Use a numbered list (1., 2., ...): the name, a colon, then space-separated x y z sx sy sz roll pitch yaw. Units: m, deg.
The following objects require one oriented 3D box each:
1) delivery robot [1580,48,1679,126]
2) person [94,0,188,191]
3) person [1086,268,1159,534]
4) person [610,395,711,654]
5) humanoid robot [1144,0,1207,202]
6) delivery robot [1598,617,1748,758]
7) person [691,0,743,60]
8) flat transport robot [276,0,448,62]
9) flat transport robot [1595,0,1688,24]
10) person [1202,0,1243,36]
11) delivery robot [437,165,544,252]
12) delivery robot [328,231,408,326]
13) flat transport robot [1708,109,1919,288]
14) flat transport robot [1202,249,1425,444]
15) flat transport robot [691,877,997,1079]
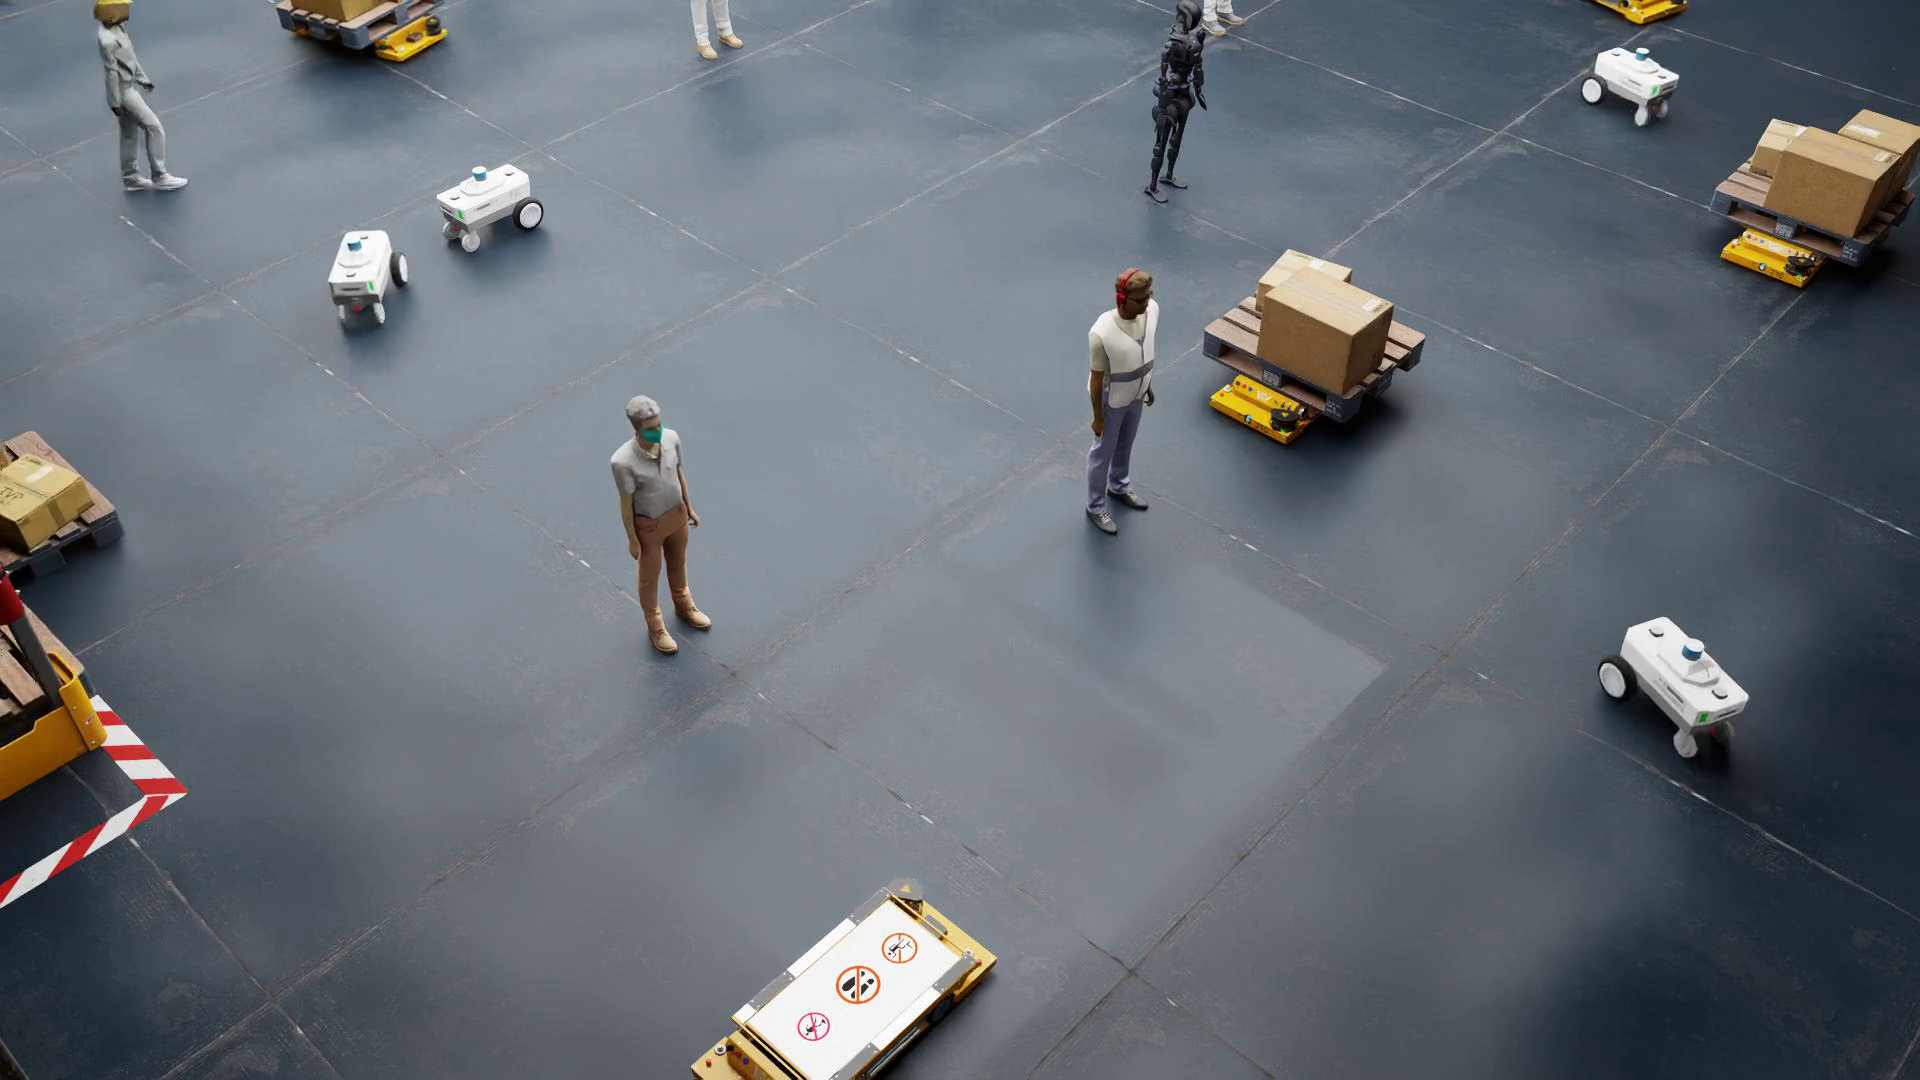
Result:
1. delivery robot: 6.016 -4.114 14.867 0.499 0.570 0.745 -24 47 -24
2. person: -6.770 -3.649 13.507 0.593 1.689 0.510 -14 44 -15
3. person: 0.994 -0.892 10.337 0.390 1.848 0.565 32 51 30
4. person: -1.721 -0.105 9.536 0.320 1.749 0.473 32 51 30
5. humanoid robot: 1.760 -3.563 13.423 0.315 1.657 0.599 32 51 30
6. delivery robot: 4.062 0.789 9.447 0.499 0.610 0.788 -16 44 -17
7. person: -2.313 -5.396 15.348 0.429 1.844 0.626 32 51 30
8. flat transport robot: -5.719 -4.964 16.043 1.431 0.231 0.659 20 46 21
9. flat transport robot: 6.541 -5.606 16.757 0.659 0.231 1.431 -24 47 -24
10. person: 2.556 -5.742 15.704 0.356 1.882 0.574 32 51 30
11. delivery robot: -3.791 -2.710 13.303 0.499 0.566 0.739 32 51 30
12. delivery robot: -4.510 -2.020 12.570 0.499 0.612 0.815 -3 42 -4
13. flat transport robot: 6.719 -2.492 13.295 0.659 0.231 1.431 32 51 30
14. flat transport robot: 2.473 -1.204 11.864 0.659 0.231 1.431 32 51 30
15. flat transport robot: -0.540 2.262 8.012 0.659 0.231 1.431 32 51 30
